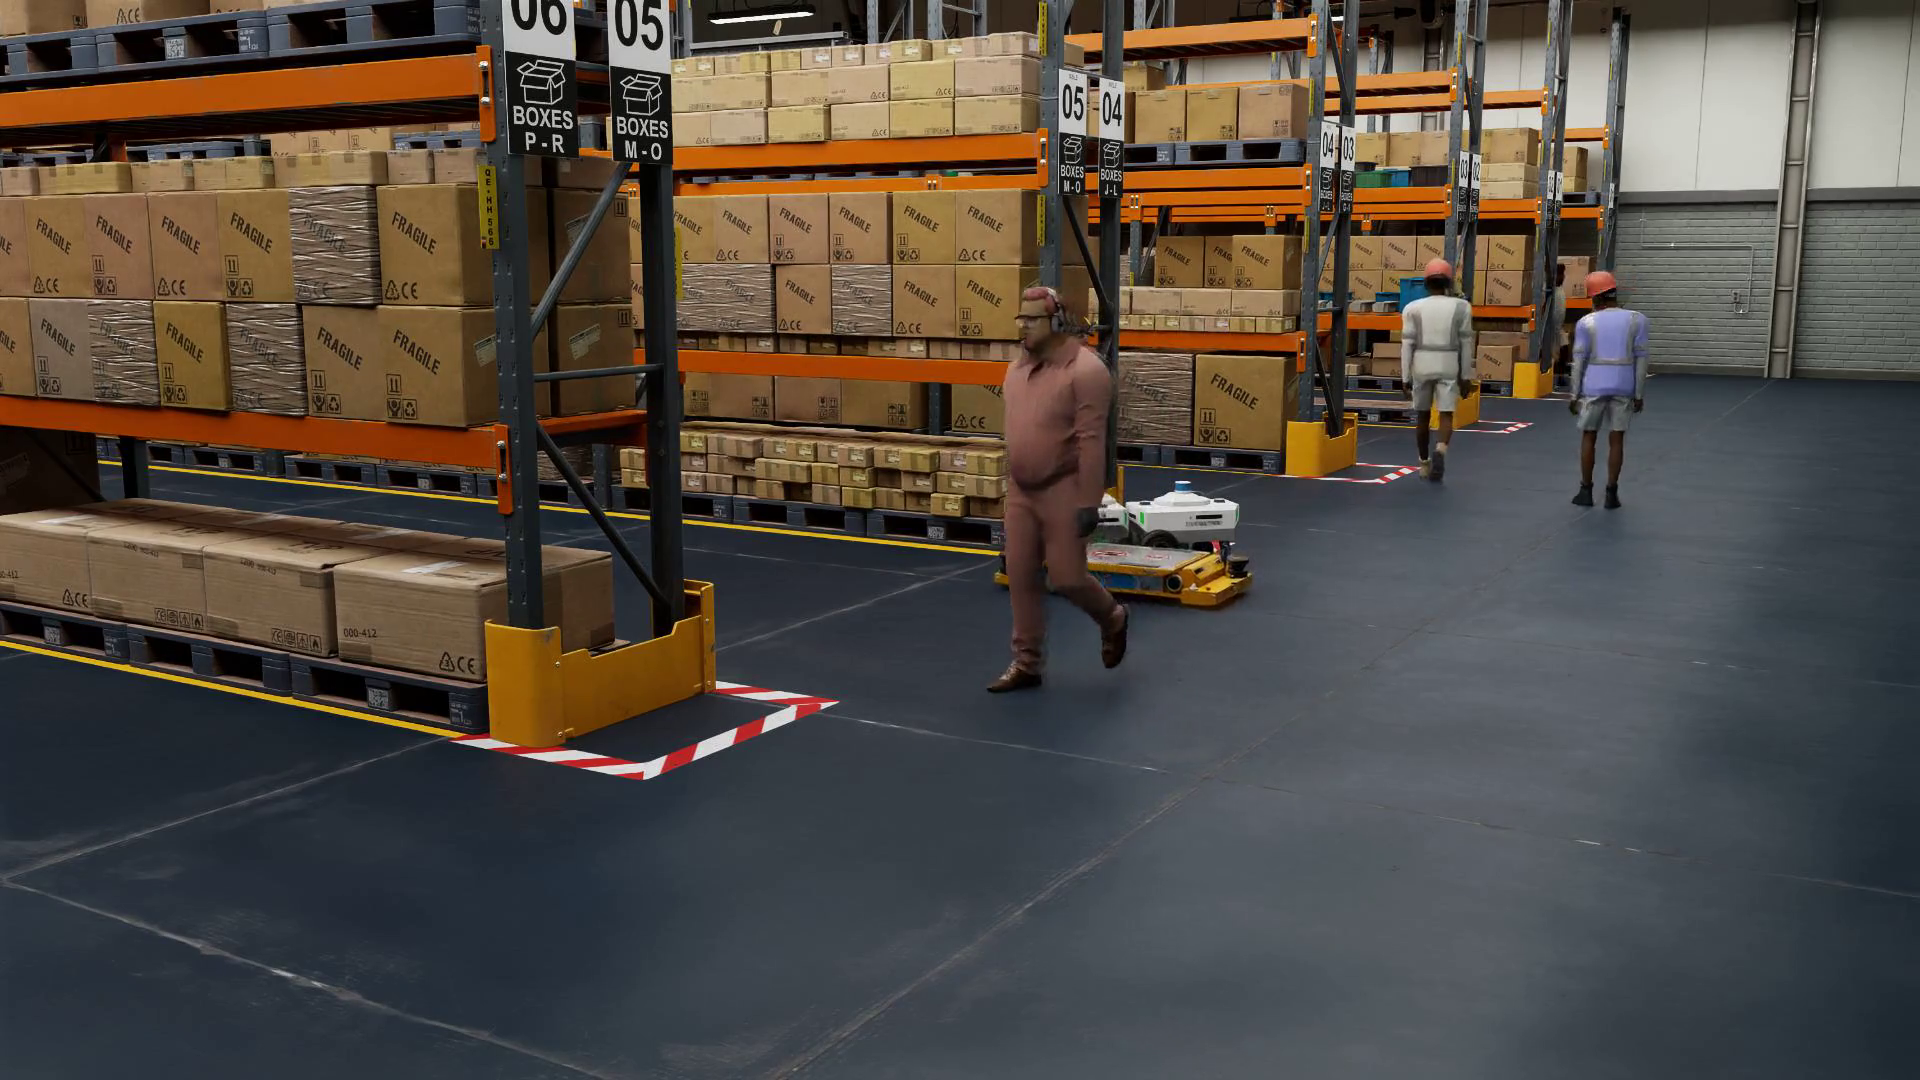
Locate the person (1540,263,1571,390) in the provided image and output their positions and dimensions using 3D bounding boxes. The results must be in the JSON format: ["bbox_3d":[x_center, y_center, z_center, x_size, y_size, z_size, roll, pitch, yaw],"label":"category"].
[{"bbox_3d":[9.047,-3.212,25.110,0.756,1.927,0.634,8,13,40],"label":"person"}]

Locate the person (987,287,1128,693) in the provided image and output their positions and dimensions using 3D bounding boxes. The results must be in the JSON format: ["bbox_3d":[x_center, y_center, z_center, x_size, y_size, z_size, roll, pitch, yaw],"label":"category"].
[{"bbox_3d":[0.466,-0.234,7.785,0.673,1.892,0.649,-9,13,-43],"label":"person"}]

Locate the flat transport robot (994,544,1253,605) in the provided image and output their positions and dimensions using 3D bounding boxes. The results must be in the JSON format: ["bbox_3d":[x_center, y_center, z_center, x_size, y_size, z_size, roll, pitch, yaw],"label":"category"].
[{"bbox_3d":[0.987,0.181,10.097,1.431,0.197,0.652,5,11,28],"label":"flat transport robot"}]

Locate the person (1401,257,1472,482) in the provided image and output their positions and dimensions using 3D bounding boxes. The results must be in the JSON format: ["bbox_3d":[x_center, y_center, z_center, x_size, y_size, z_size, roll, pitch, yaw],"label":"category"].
[{"bbox_3d":[4.246,-1.506,14.868,0.617,2.023,0.850,3,10,17],"label":"person"}]

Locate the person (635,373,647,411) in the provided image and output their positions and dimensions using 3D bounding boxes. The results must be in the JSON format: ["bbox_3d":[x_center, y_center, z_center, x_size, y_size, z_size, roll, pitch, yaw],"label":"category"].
[{"bbox_3d":[-2.970,-1.391,15.325,0.416,1.634,0.525,1,10,6],"label":"person"}]

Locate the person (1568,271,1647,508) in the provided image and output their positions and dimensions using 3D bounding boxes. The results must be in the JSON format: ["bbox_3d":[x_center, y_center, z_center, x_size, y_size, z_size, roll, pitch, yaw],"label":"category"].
[{"bbox_3d":[5.222,-1.189,13.441,0.584,1.909,0.353,2,10,14],"label":"person"}]

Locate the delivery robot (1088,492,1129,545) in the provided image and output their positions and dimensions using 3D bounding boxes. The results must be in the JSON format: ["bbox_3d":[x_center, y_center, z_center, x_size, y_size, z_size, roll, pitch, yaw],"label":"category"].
[{"bbox_3d":[0.882,-0.156,10.966,0.477,0.478,0.707,-1,10,-7],"label":"delivery robot"}]

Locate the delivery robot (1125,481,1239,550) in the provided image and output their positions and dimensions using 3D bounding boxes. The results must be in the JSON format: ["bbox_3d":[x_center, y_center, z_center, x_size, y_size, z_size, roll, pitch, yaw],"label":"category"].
[{"bbox_3d":[1.456,-0.143,10.890,0.707,0.478,0.477,-2,10,-13],"label":"delivery robot"}]
